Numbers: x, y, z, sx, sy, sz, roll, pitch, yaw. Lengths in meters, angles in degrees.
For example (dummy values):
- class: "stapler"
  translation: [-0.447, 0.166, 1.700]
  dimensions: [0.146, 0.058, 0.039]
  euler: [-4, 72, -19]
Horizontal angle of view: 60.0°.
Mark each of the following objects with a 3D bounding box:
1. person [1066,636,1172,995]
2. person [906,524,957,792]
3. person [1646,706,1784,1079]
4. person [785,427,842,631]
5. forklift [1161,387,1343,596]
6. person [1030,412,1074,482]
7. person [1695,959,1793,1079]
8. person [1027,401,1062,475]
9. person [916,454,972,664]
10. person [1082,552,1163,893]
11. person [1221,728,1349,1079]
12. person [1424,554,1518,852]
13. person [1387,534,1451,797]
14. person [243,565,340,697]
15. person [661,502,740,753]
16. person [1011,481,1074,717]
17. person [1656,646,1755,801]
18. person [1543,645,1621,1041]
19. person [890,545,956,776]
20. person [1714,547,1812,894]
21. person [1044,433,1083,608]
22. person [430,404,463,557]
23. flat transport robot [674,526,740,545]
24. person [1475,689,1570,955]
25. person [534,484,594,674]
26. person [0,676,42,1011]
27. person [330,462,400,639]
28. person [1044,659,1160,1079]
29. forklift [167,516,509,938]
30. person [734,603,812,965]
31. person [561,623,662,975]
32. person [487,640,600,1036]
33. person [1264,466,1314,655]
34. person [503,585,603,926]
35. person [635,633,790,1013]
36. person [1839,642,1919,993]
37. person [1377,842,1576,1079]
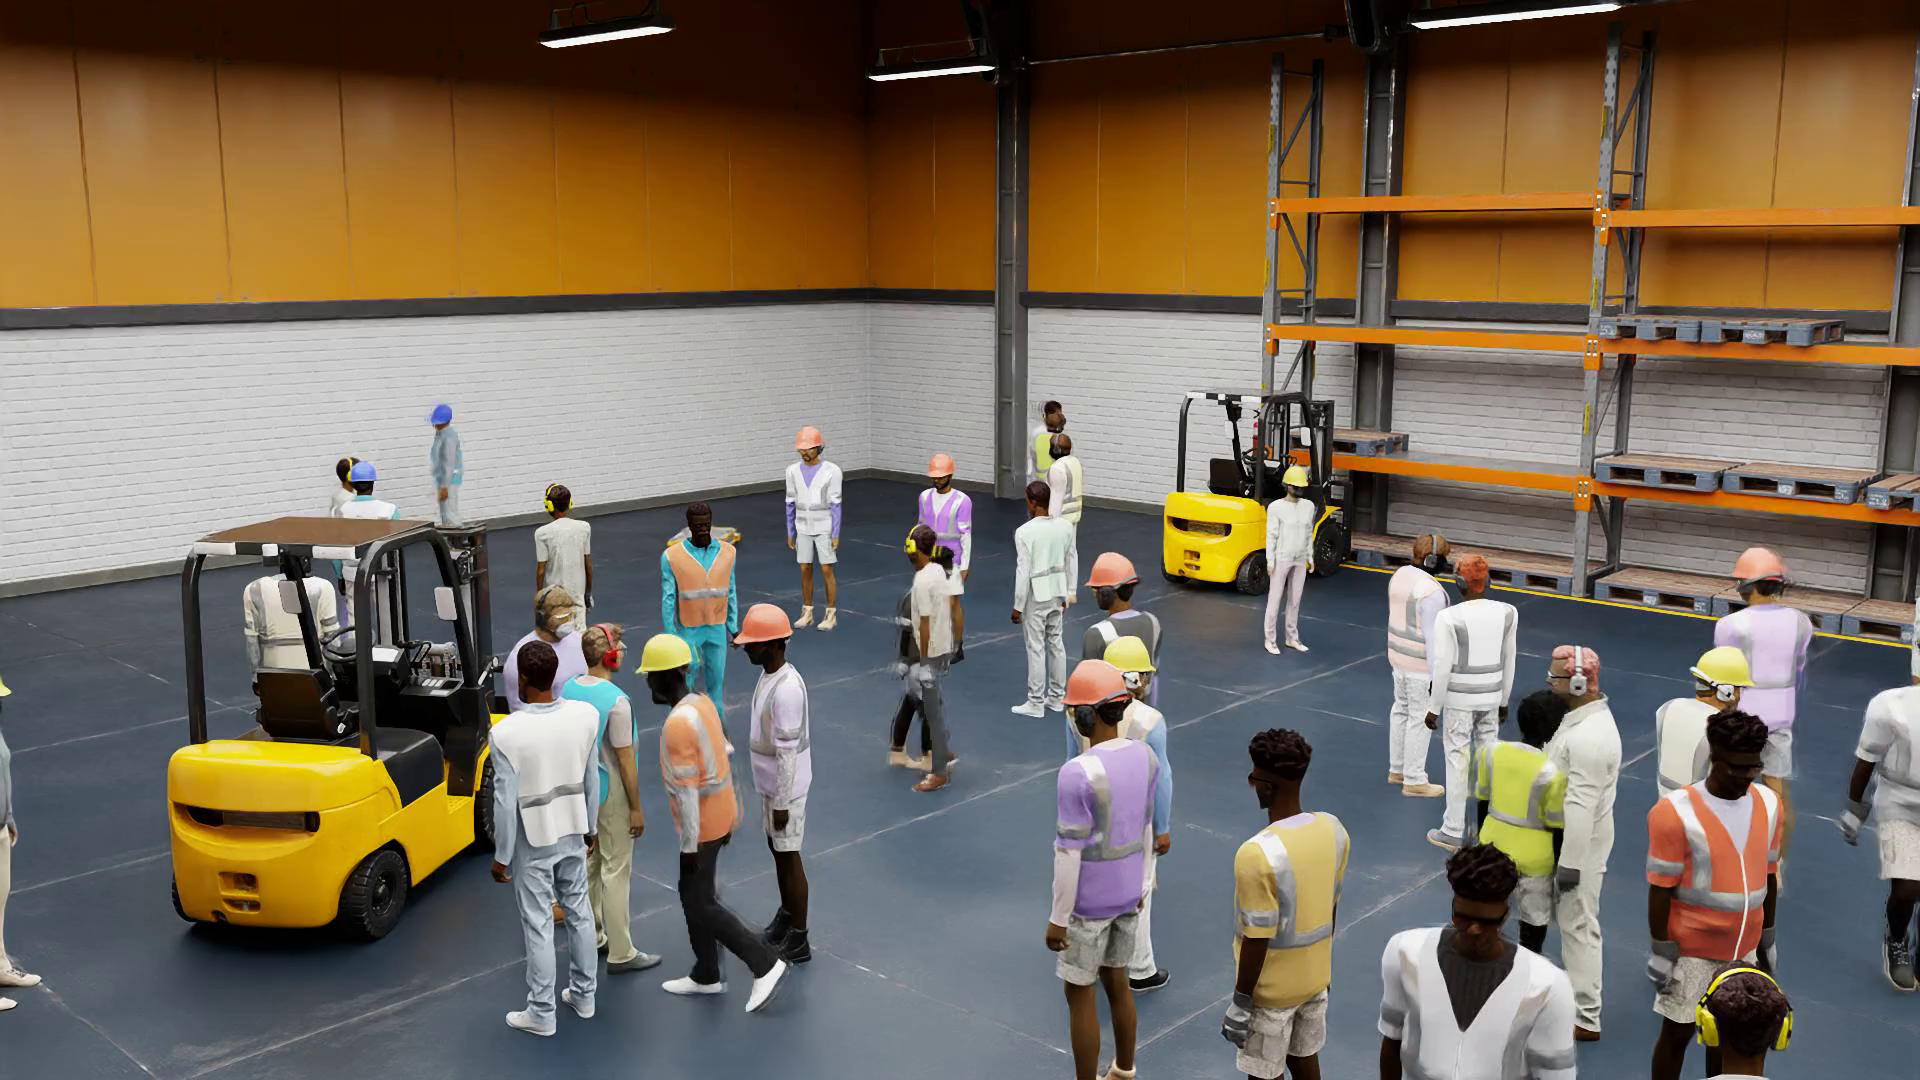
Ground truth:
- class: "person"
  translation: [0.823, 1.389, 8.447]
  dimensions: [0.587, 1.826, 0.404]
  euler: [8, 13, 38]
- class: "person"
  translation: [-0.224, 0.807, 11.700]
  dimensions: [0.367, 1.847, 0.651]
  euler: [2, 10, 9]
- class: "person"
  translation: [3.060, 1.623, 6.768]
  dimensions: [0.609, 1.953, 0.388]
  euler: [-3, 10, -15]
- class: "person"
  translation: [-1.452, -0.105, 16.386]
  dimensions: [0.601, 2.036, 0.419]
  euler: [3, 11, 19]
- class: "forklift"
  translation: [3.298, -0.608, 18.767]
  dimensions: [1.214, 2.155, 2.313]
  euler: [9, 13, 42]
- class: "person"
  translation: [1.137, -0.602, 19.778]
  dimensions: [0.639, 1.834, 0.523]
  euler: [9, 13, 41]
- class: "person"
  translation: [2.099, 2.058, 4.560]
  dimensions: [0.513, 1.860, 0.325]
  euler: [3, 10, 14]
- class: "person"
  translation: [1.075, -0.789, 20.648]
  dimensions: [0.462, 1.896, 0.655]
  euler: [3, 10, 18]
- class: "person"
  translation: [-0.159, 0.169, 15.112]
  dimensions: [0.549, 1.928, 0.388]
  euler: [6, 12, 31]
- class: "person"
  translation: [0.899, 1.079, 9.635]
  dimensions: [0.614, 2.034, 0.412]
  euler: [-8, 13, -40]
- class: "person"
  translation: [1.231, 1.679, 6.398]
  dimensions: [0.613, 1.962, 0.362]
  euler: [-10, 14, -43]
- class: "person"
  translation: [3.189, 1.014, 10.407]
  dimensions: [0.573, 1.887, 0.355]
  euler: [-3, 10, -16]
- class: "person"
  translation: [3.174, 0.858, 11.466]
  dimensions: [0.429, 1.833, 0.637]
  euler: [-2, 10, -10]
- class: "person"
  translation: [-4.465, 0.857, 11.186]
  dimensions: [0.591, 1.925, 0.385]
  euler: [-2, 10, -10]
- class: "person"
  translation: [-1.923, 0.657, 12.351]
  dimensions: [0.600, 1.917, 0.376]
  euler: [-6, 12, -32]
- class: "person"
  translation: [0.661, 0.475, 13.402]
  dimensions: [0.591, 1.916, 0.393]
  euler: [-9, 13, -42]
- class: "person"
  translation: [3.711, 1.419, 8.312]
  dimensions: [0.403, 1.817, 0.601]
  euler: [-2, 10, -14]
- class: "person"
  translation: [2.925, 1.436, 7.996]
  dimensions: [0.397, 1.898, 0.635]
  euler: [3, 10, 15]
- class: "person"
  translation: [-0.228, 0.857, 11.935]
  dimensions: [0.625, 1.654, 0.524]
  euler: [3, 10, 16]
- class: "person"
  translation: [4.721, 1.031, 9.990]
  dimensions: [0.626, 1.997, 0.983]
  euler: [-1, 10, -4]
- class: "person"
  translation: [1.058, -0.211, 17.514]
  dimensions: [0.429, 1.841, 0.634]
  euler: [5, 11, 24]
- class: "person"
  translation: [-6.175, -0.692, 20.094]
  dimensions: [0.398, 1.906, 0.710]
  euler: [-4, 11, -22]
- class: "flat transport robot"
  translation: [-3.185, 0.019, 20.670]
  dimensions: [0.652, 0.197, 1.431]
  euler: [1, 10, 3]
- class: "person"
  translation: [2.645, 1.547, 7.998]
  dimensions: [0.473, 1.674, 0.586]
  euler: [-7, 12, -34]
- class: "person"
  translation: [-3.240, 0.464, 13.629]
  dimensions: [0.509, 1.860, 0.334]
  euler: [-8, 13, -38]
- class: "person"
  translation: [-4.829, 1.456, 8.264]
  dimensions: [0.337, 1.757, 0.517]
  euler: [-2, 10, -12]
- class: "person"
  translation: [-5.104, 0.292, 14.381]
  dimensions: [0.604, 1.939, 0.415]
  euler: [0, 10, -2]
- class: "person"
  translation: [0.585, 1.514, 7.161]
  dimensions: [0.410, 2.029, 0.619]
  euler: [9, 13, 40]
- class: "forklift"
  translation: [-3.583, 0.976, 9.748]
  dimensions: [1.214, 2.155, 2.313]
  euler: [2, 10, 11]
- class: "person"
  translation: [-0.980, 1.280, 8.770]
  dimensions: [0.387, 1.931, 0.543]
  euler: [-3, 10, -16]
- class: "person"
  translation: [-1.857, 1.342, 8.661]
  dimensions: [0.567, 1.844, 0.389]
  euler: [10, 14, 44]
- class: "person"
  translation: [-1.979, 1.423, 7.989]
  dimensions: [0.391, 1.920, 0.593]
  euler: [8, 13, 40]
- class: "person"
  translation: [3.081, 0.186, 15.472]
  dimensions: [0.533, 1.765, 0.330]
  euler: [-5, 11, -26]
- class: "person"
  translation: [-2.268, 1.191, 9.301]
  dimensions: [0.380, 1.929, 0.636]
  euler: [4, 11, 24]
- class: "person"
  translation: [-1.239, 1.395, 8.256]
  dimensions: [0.724, 1.886, 0.613]
  euler: [0, 10, 1]
- class: "person"
  translation: [4.802, 1.368, 8.250]
  dimensions: [0.764, 1.932, 0.507]
  euler: [2, 10, 9]
- class: "person"
  translation: [1.560, 1.907, 5.178]
  dimensions: [0.620, 1.930, 0.848]
  euler: [5, 11, 25]
